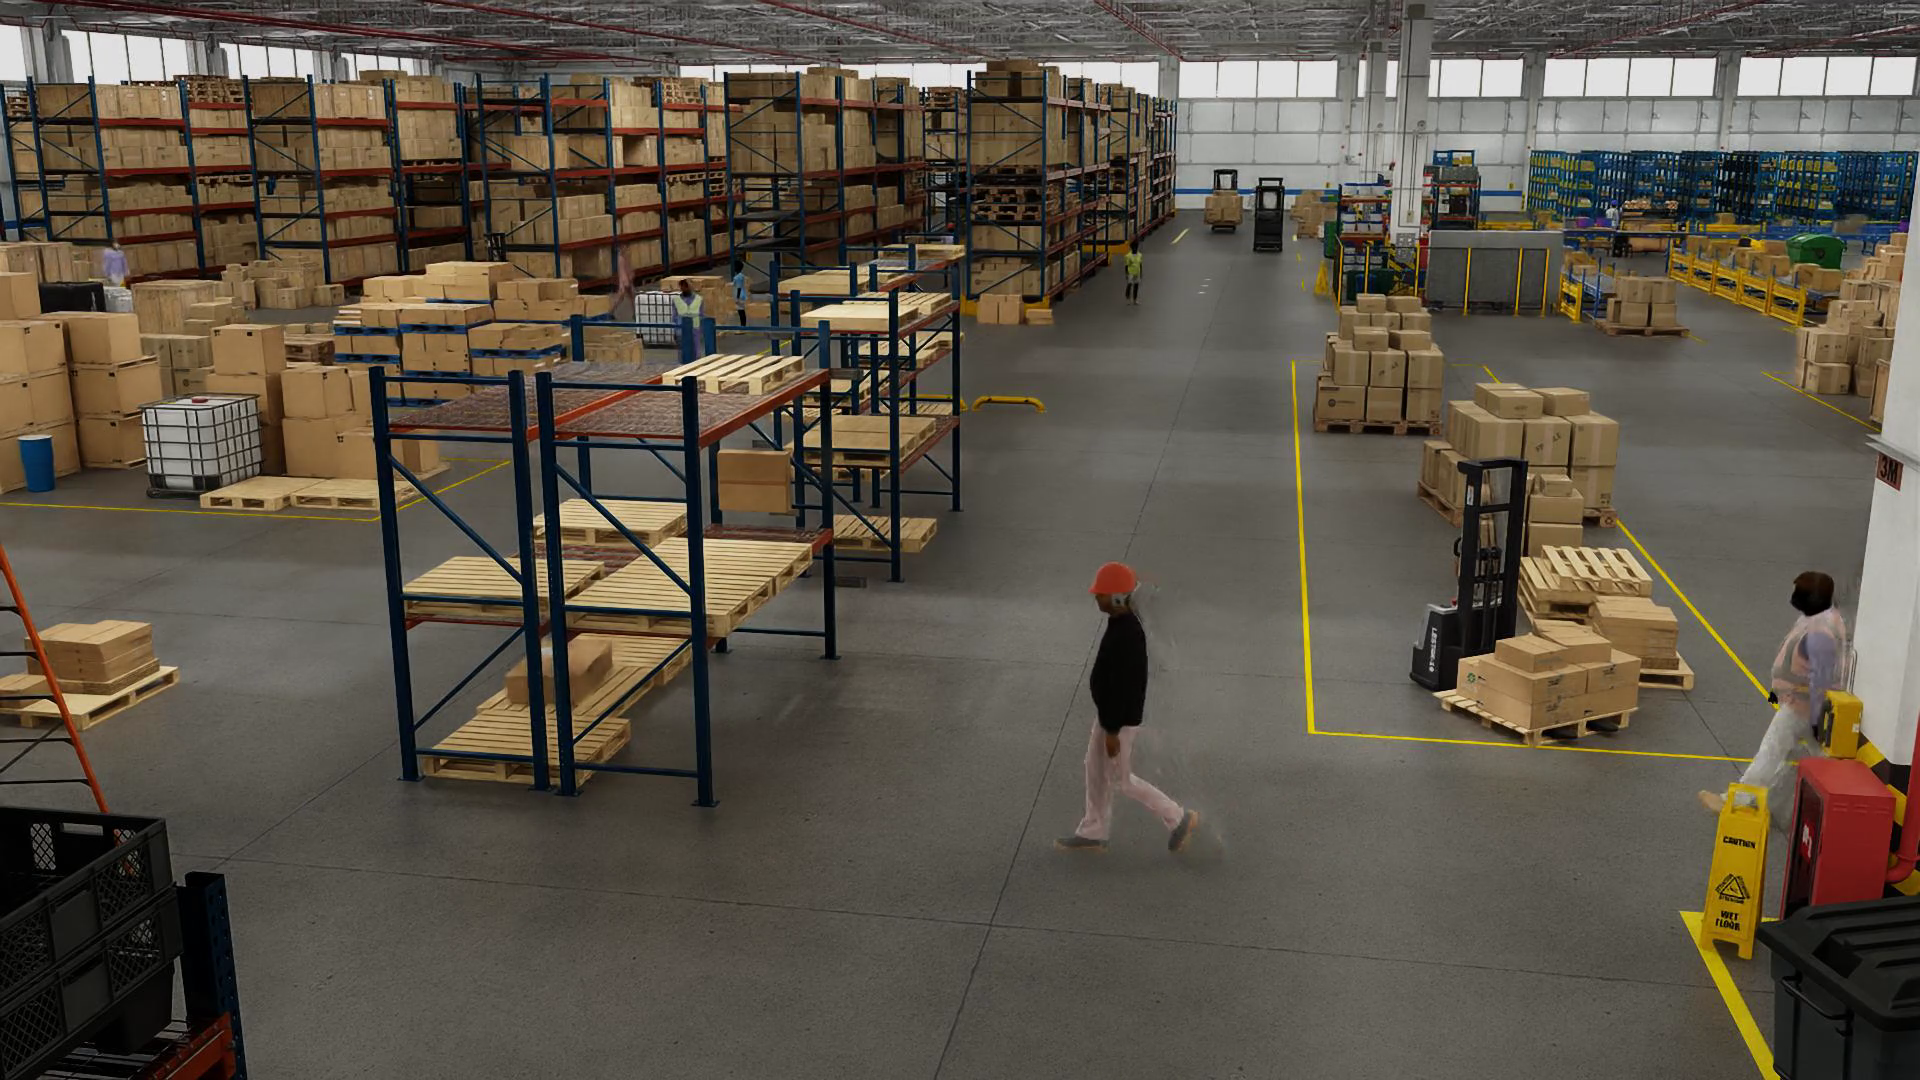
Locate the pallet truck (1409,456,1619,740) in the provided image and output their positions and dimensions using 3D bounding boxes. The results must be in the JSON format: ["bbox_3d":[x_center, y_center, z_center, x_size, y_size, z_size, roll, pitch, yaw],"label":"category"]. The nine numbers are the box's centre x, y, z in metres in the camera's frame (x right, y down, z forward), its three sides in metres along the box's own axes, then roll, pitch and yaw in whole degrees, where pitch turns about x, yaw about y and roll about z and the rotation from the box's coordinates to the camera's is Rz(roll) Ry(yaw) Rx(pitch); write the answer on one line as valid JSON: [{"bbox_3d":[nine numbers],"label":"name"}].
[{"bbox_3d":[4.504,0.400,13.395,0.823,1.965,1.885,-6,15,-23],"label":"pallet truck"}]

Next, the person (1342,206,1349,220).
[{"bbox_3d":[15.436,-12.624,66.964,0.824,1.662,0.533,1,14,3],"label":"person"}]

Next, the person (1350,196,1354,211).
[{"bbox_3d":[20.611,-17.755,87.658,0.485,1.734,0.356,-13,19,-42],"label":"person"}]

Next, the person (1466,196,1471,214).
[{"bbox_3d":[22.117,-14.209,73.042,0.592,1.837,0.404,5,15,19],"label":"person"}]

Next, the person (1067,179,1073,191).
[{"bbox_3d":[6.195,-19.705,95.234,0.863,1.900,0.551,4,15,17],"label":"person"}]

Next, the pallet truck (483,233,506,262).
[{"bbox_3d":[-11.832,-7.026,43.548,1.885,1.965,0.823,8,16,28],"label":"pallet truck"}]

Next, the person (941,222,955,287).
[{"bbox_3d":[-0.294,-8.568,49.936,0.550,1.933,0.375,2,14,9],"label":"person"}]

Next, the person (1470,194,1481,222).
[{"bbox_3d":[23.742,-15.005,76.370,0.583,1.792,0.998,-10,17,-36],"label":"person"}]

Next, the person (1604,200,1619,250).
[{"bbox_3d":[25.538,-12.316,65.124,0.393,1.946,0.617,-7,15,-25],"label":"person"}]

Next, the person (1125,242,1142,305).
[{"bbox_3d":[4.672,-7.171,44.748,0.540,1.697,0.317,-6,15,-24],"label":"person"}]

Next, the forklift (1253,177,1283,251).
[{"bbox_3d":[12.083,-12.747,64.956,1.129,2.768,1.873,3,14,10],"label":"forklift"}]

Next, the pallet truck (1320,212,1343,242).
[{"bbox_3d":[15.874,-13.227,70.310,0.680,1.201,1.601,10,17,35],"label":"pallet truck"}]

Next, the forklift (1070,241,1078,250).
[{"bbox_3d":[3.415,-11.710,60.746,1.873,2.768,1.129,0,14,0],"label":"forklift"}]

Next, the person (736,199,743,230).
[{"bbox_3d":[-10.228,-15.128,76.457,0.667,1.990,0.698,-4,14,-15],"label":"person"}]

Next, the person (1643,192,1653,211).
[{"bbox_3d":[33.709,-16.307,81.636,0.642,1.798,0.432,-4,15,-18],"label":"person"}]

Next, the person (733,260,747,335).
[{"bbox_3d":[-5.072,-5.578,38.287,0.318,1.696,0.537,0,14,0],"label":"person"}]

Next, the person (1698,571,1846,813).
[{"bbox_3d":[5.579,1.068,11.114,0.968,1.791,0.630,9,16,31],"label":"person"}]

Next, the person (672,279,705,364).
[{"bbox_3d":[-5.110,-3.947,31.281,0.671,1.892,0.495,-2,14,-10],"label":"person"}]

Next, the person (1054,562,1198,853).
[{"bbox_3d":[1.074,1.101,10.615,0.850,1.967,0.625,1,14,3],"label":"person"}]

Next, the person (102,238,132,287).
[{"bbox_3d":[-21.630,-6.812,42.874,0.958,1.897,0.661,4,14,17],"label":"person"}]

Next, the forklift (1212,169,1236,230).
[{"bbox_3d":[12.579,-16.170,78.854,1.129,2.768,1.873,3,14,10],"label":"forklift"}]

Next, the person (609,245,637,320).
[{"bbox_3d":[-8.337,-6.383,41.215,0.936,1.872,0.658,2,14,7],"label":"person"}]

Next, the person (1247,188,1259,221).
[{"bbox_3d":[15.315,-17.514,86.727,0.565,1.713,0.877,-8,16,-30],"label":"person"}]
